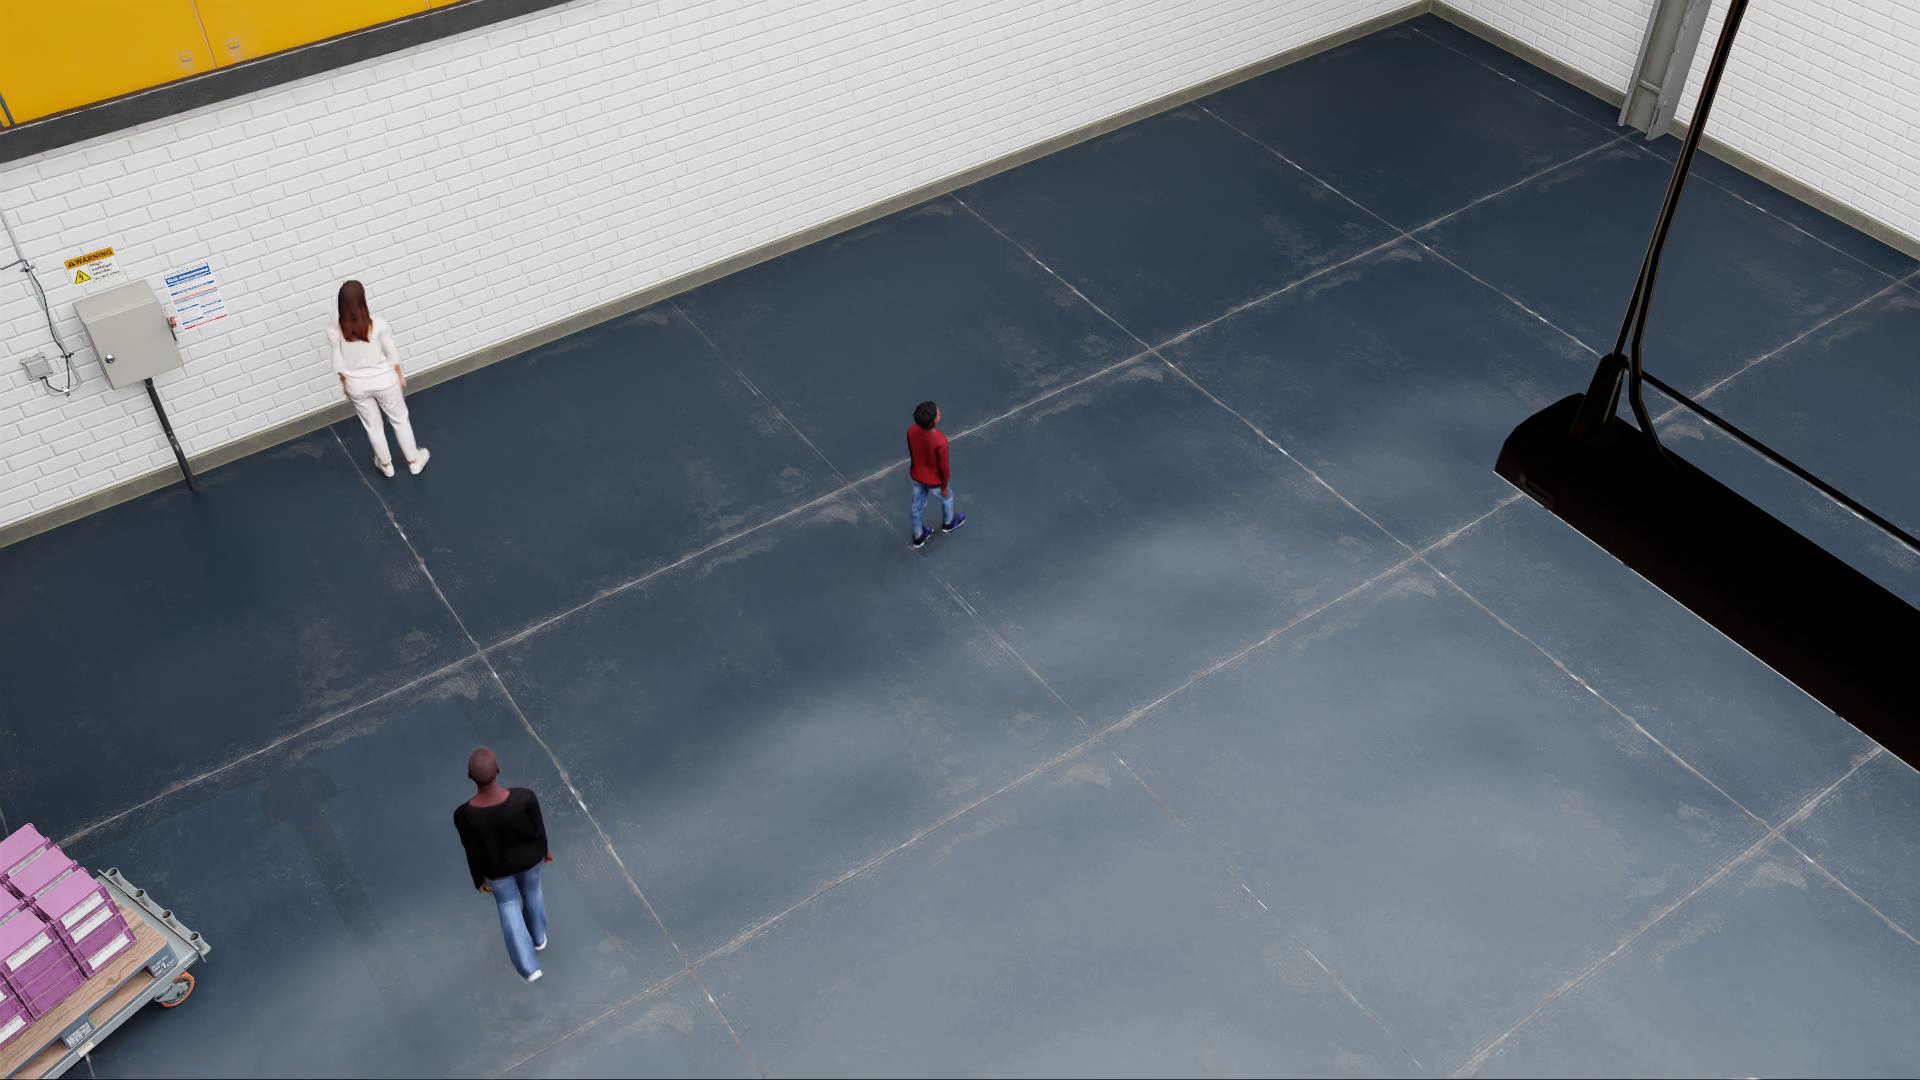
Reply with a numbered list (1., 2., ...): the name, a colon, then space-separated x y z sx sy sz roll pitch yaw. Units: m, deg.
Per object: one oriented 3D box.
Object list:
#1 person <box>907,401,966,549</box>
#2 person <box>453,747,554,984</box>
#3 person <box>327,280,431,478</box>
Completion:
1. person: -0.253 -0.429 11.728 0.698 1.242 0.707 25 49 24
2. person: -2.423 1.794 9.036 0.739 1.736 0.964 -14 45 -14
3. person: -4.313 -1.166 12.181 0.688 1.684 0.648 -16 46 -16
